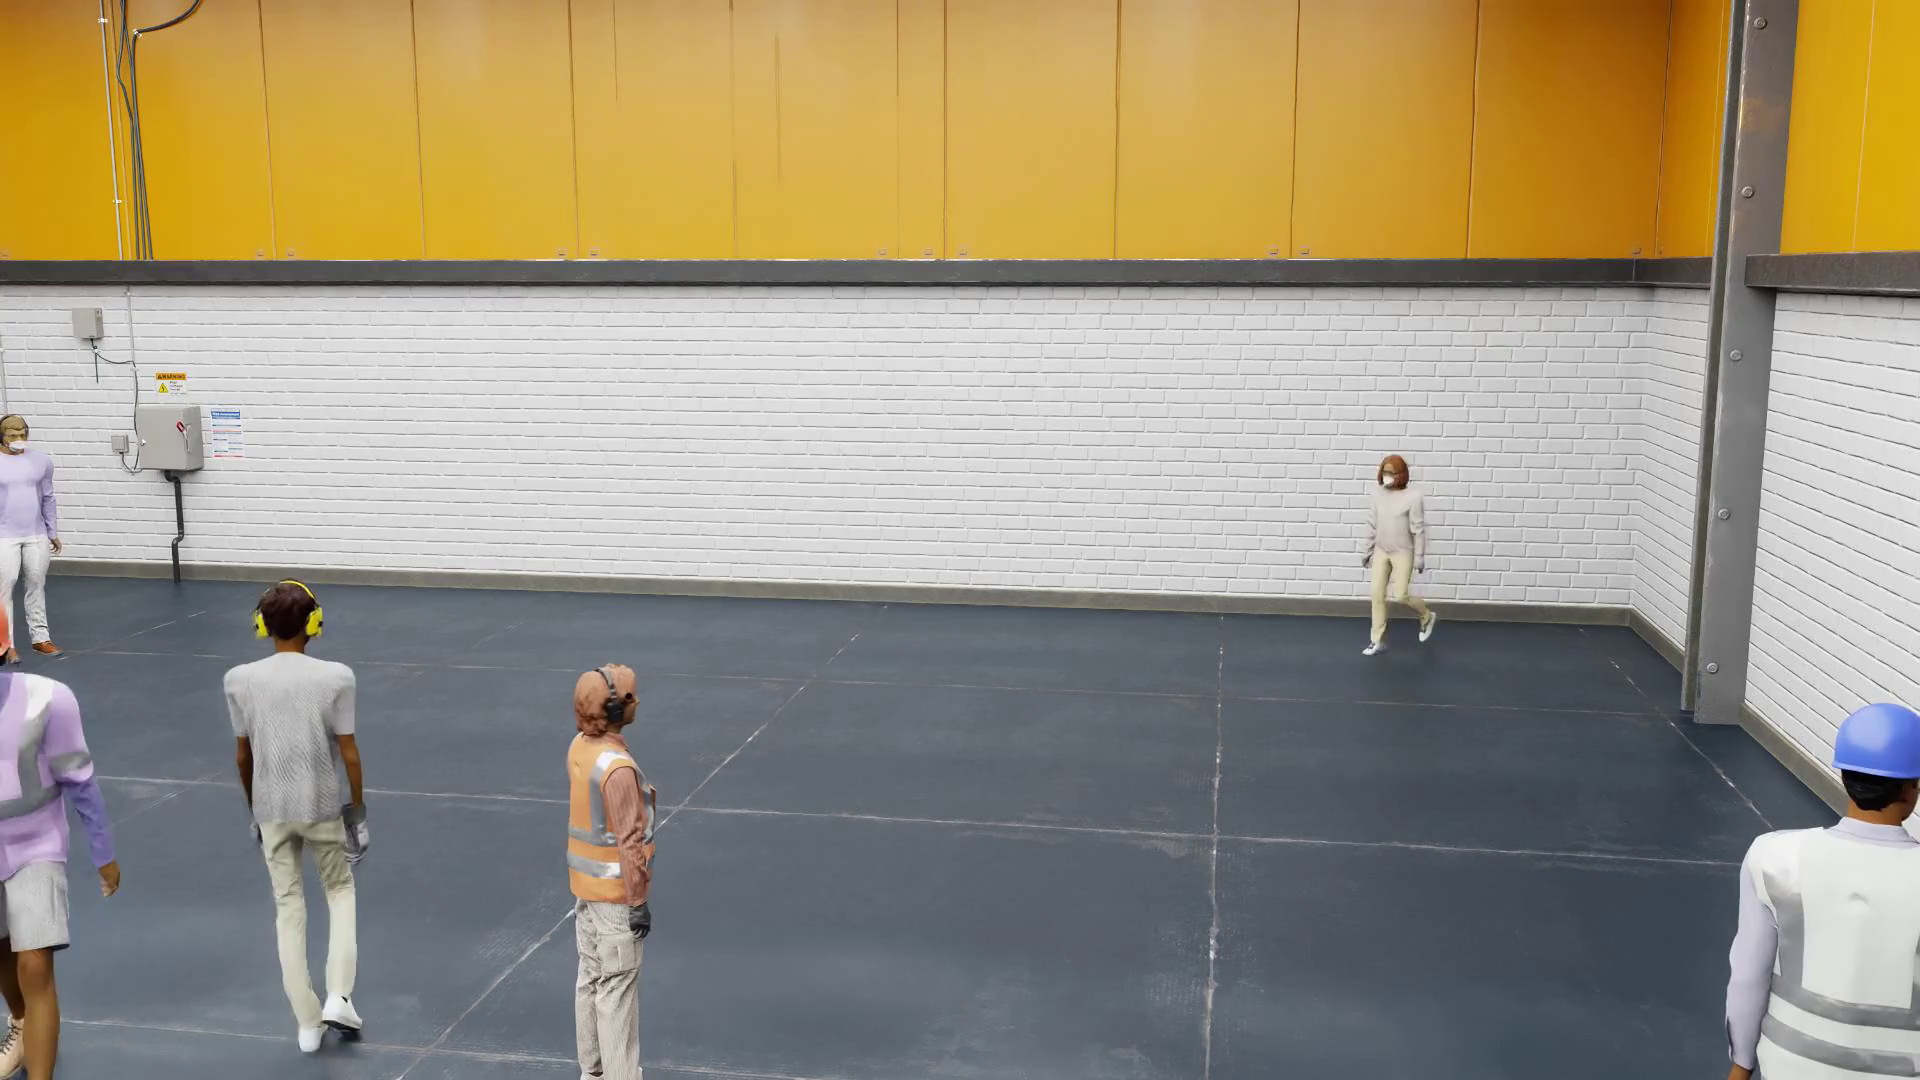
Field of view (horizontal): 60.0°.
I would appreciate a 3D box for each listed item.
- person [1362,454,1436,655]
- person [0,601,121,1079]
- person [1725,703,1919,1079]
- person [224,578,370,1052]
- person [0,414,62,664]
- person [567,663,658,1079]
[{"bbox_3d":[3.486,0.104,13.182,0.593,1.611,0.533,-8,12,-39],"label":"person"},{"bbox_3d":[-3.373,1.118,5.808,0.709,1.956,1.098,-2,9,-12],"label":"person"},{"bbox_3d":[2.306,1.378,4.292,0.615,1.943,0.399,6,11,32],"label":"person"},{"bbox_3d":[-2.564,1.072,6.488,0.505,1.848,0.409,-2,9,-13],"label":"person"},{"bbox_3d":[-7.321,-0.018,12.941,0.373,1.935,0.628,6,11,35],"label":"person"},{"bbox_3d":[-1.249,1.255,5.979,0.309,1.645,0.515,-6,11,-32],"label":"person"}]
